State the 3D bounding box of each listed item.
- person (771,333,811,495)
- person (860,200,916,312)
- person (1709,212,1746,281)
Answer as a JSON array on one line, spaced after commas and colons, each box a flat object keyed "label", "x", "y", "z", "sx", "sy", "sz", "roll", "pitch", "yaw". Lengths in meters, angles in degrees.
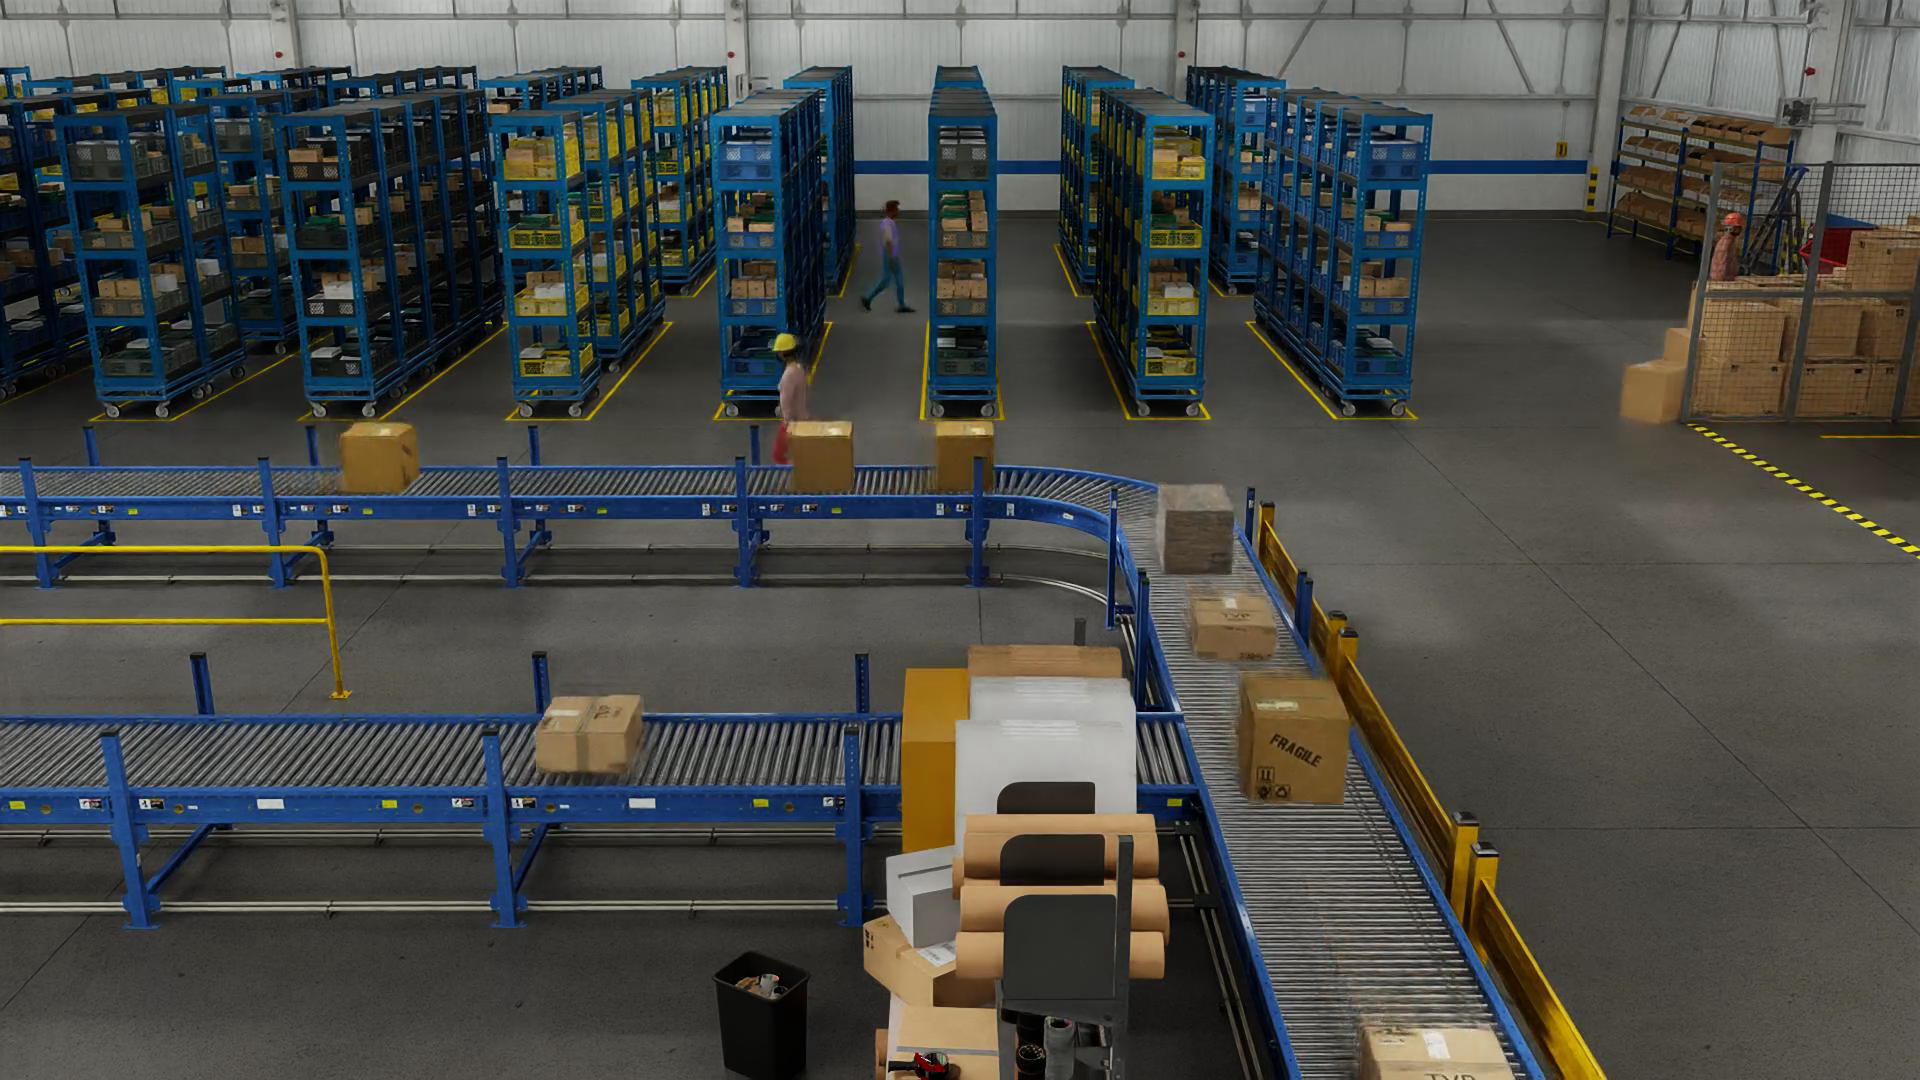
[{"label": "person", "x": -1.668, "y": -1.174, "z": 16.431, "sx": 0.376, "sy": 1.752, "sz": 0.531, "roll": 5, "pitch": 19, "yaw": 14}, {"label": "person", "x": -1.163, "y": -4.545, "z": 26.697, "sx": 0.815, "sy": 1.819, "sz": 0.575, "roll": 1, "pitch": 18, "yaw": 4}, {"label": "person", "x": 10.857, "y": -3.649, "z": 23.652, "sx": 0.383, "sy": 1.996, "sz": 0.609, "roll": 9, "pitch": 20, "yaw": 25}]
